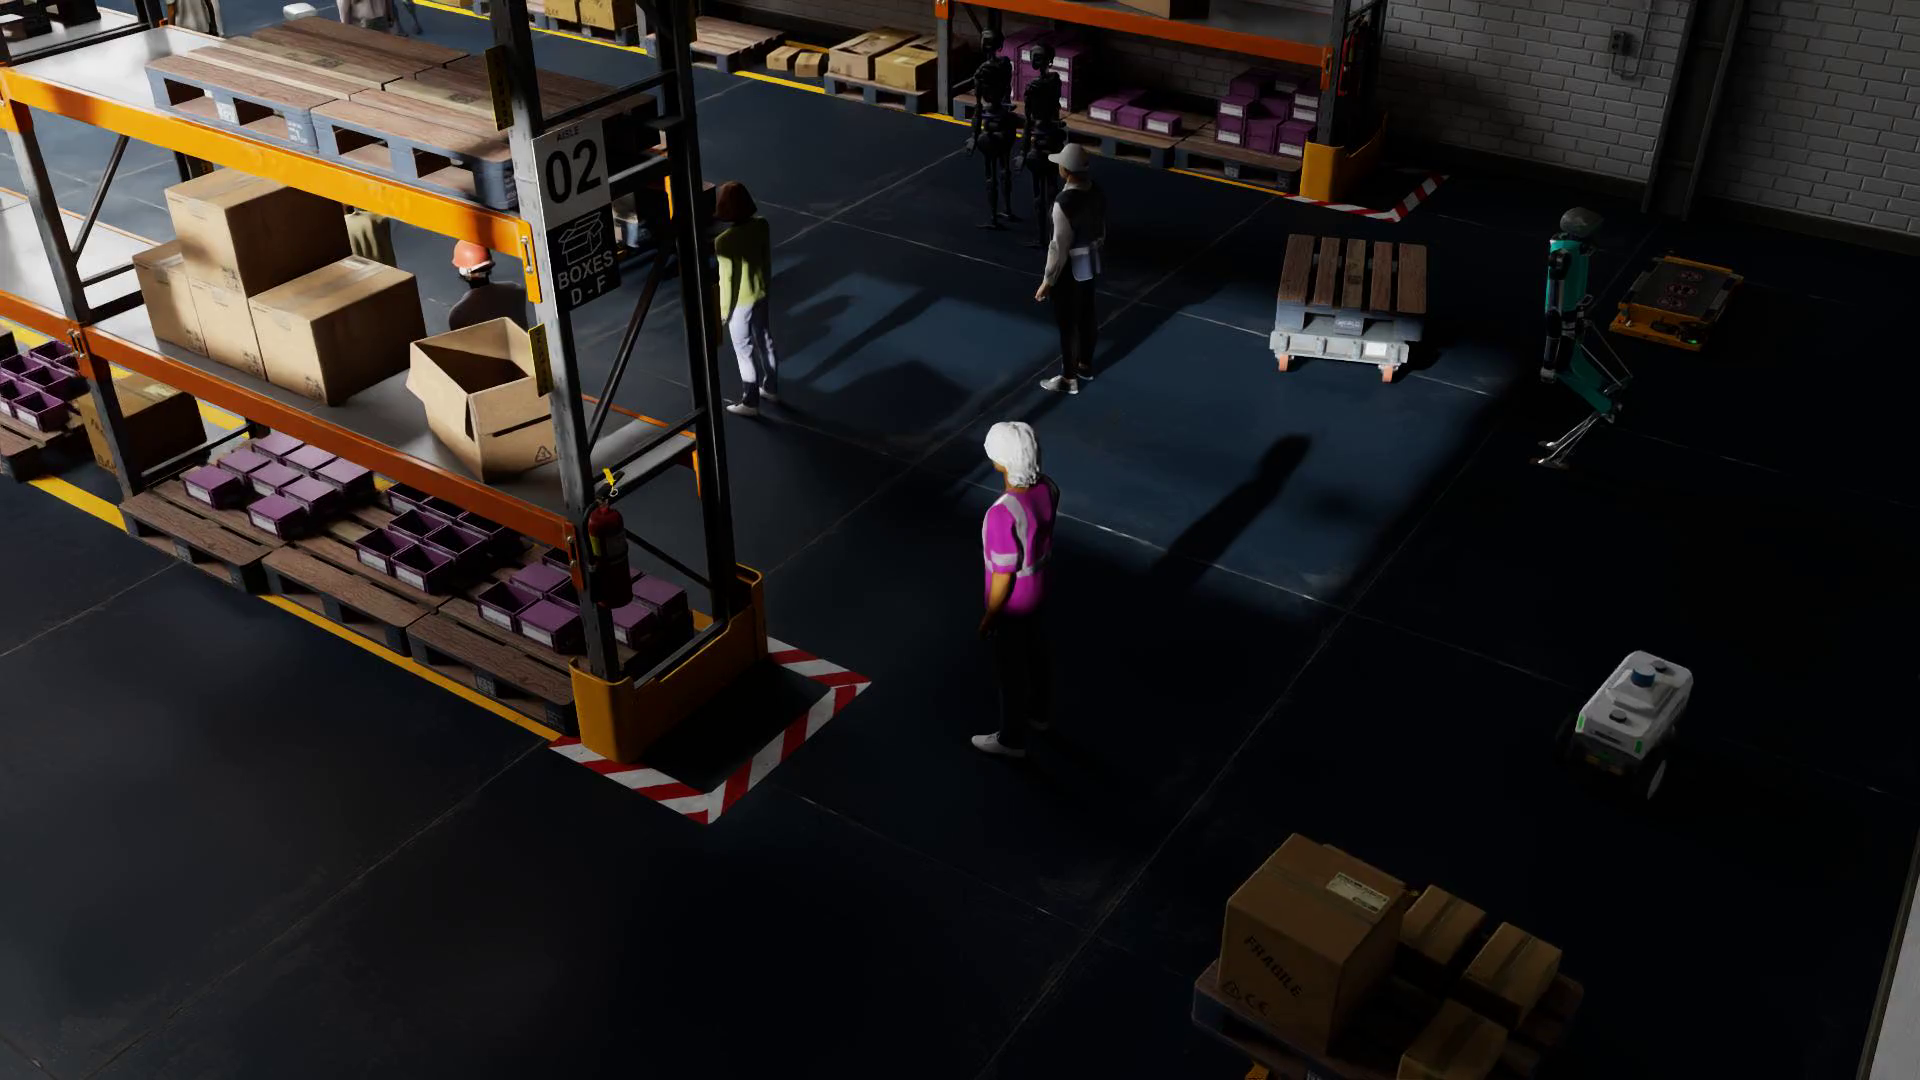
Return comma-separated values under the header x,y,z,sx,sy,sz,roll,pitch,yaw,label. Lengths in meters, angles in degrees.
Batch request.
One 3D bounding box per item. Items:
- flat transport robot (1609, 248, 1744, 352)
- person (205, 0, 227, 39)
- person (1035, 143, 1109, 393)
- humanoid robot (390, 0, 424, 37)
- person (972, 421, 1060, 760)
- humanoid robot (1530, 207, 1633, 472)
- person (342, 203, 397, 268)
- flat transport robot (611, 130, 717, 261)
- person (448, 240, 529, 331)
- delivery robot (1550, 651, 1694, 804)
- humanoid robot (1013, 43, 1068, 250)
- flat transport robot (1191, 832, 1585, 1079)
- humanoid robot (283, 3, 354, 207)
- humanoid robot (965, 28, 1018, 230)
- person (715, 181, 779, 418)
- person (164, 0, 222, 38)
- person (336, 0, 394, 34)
x,y,z,sx,sy,sz,roll,pitch,yaw,label
5.497,-1.843,12.706,0.659,0.231,1.431,20,38,27,flat transport robot
-8.462,-6.367,18.169,0.373,1.892,0.584,20,38,27,person
0.767,-1.847,11.344,0.445,1.756,0.772,20,38,27,person
-6.369,-6.456,18.513,0.459,1.642,0.612,27,42,35,humanoid robot
0.267,0.251,8.040,0.317,1.845,0.525,20,38,27,person
3.883,-1.181,10.221,0.735,1.677,0.533,20,38,27,humanoid robot
-3.944,-1.600,10.971,0.341,1.748,0.572,20,38,27,person
-2.763,-2.661,13.963,0.659,0.231,1.431,20,38,27,flat transport robot
-2.822,-1.006,10.058,0.341,1.748,0.572,20,38,27,person
3.317,0.877,8.255,0.524,0.586,0.748,25,41,33,delivery robot
0.664,-3.187,13.468,0.315,1.657,0.599,20,38,27,humanoid robot
1.766,1.988,6.817,0.659,0.231,1.431,25,41,33,flat transport robot
-5.221,-3.611,13.955,0.735,1.677,0.533,20,38,27,humanoid robot
0.276,-3.416,13.819,0.315,1.657,0.599,20,38,27,humanoid robot
-1.430,-1.598,11.077,0.266,1.630,0.506,20,38,27,person
-7.285,-4.810,15.804,0.309,1.864,0.530,20,38,27,person
-5.740,-5.049,16.104,0.352,1.937,0.634,20,38,27,person
